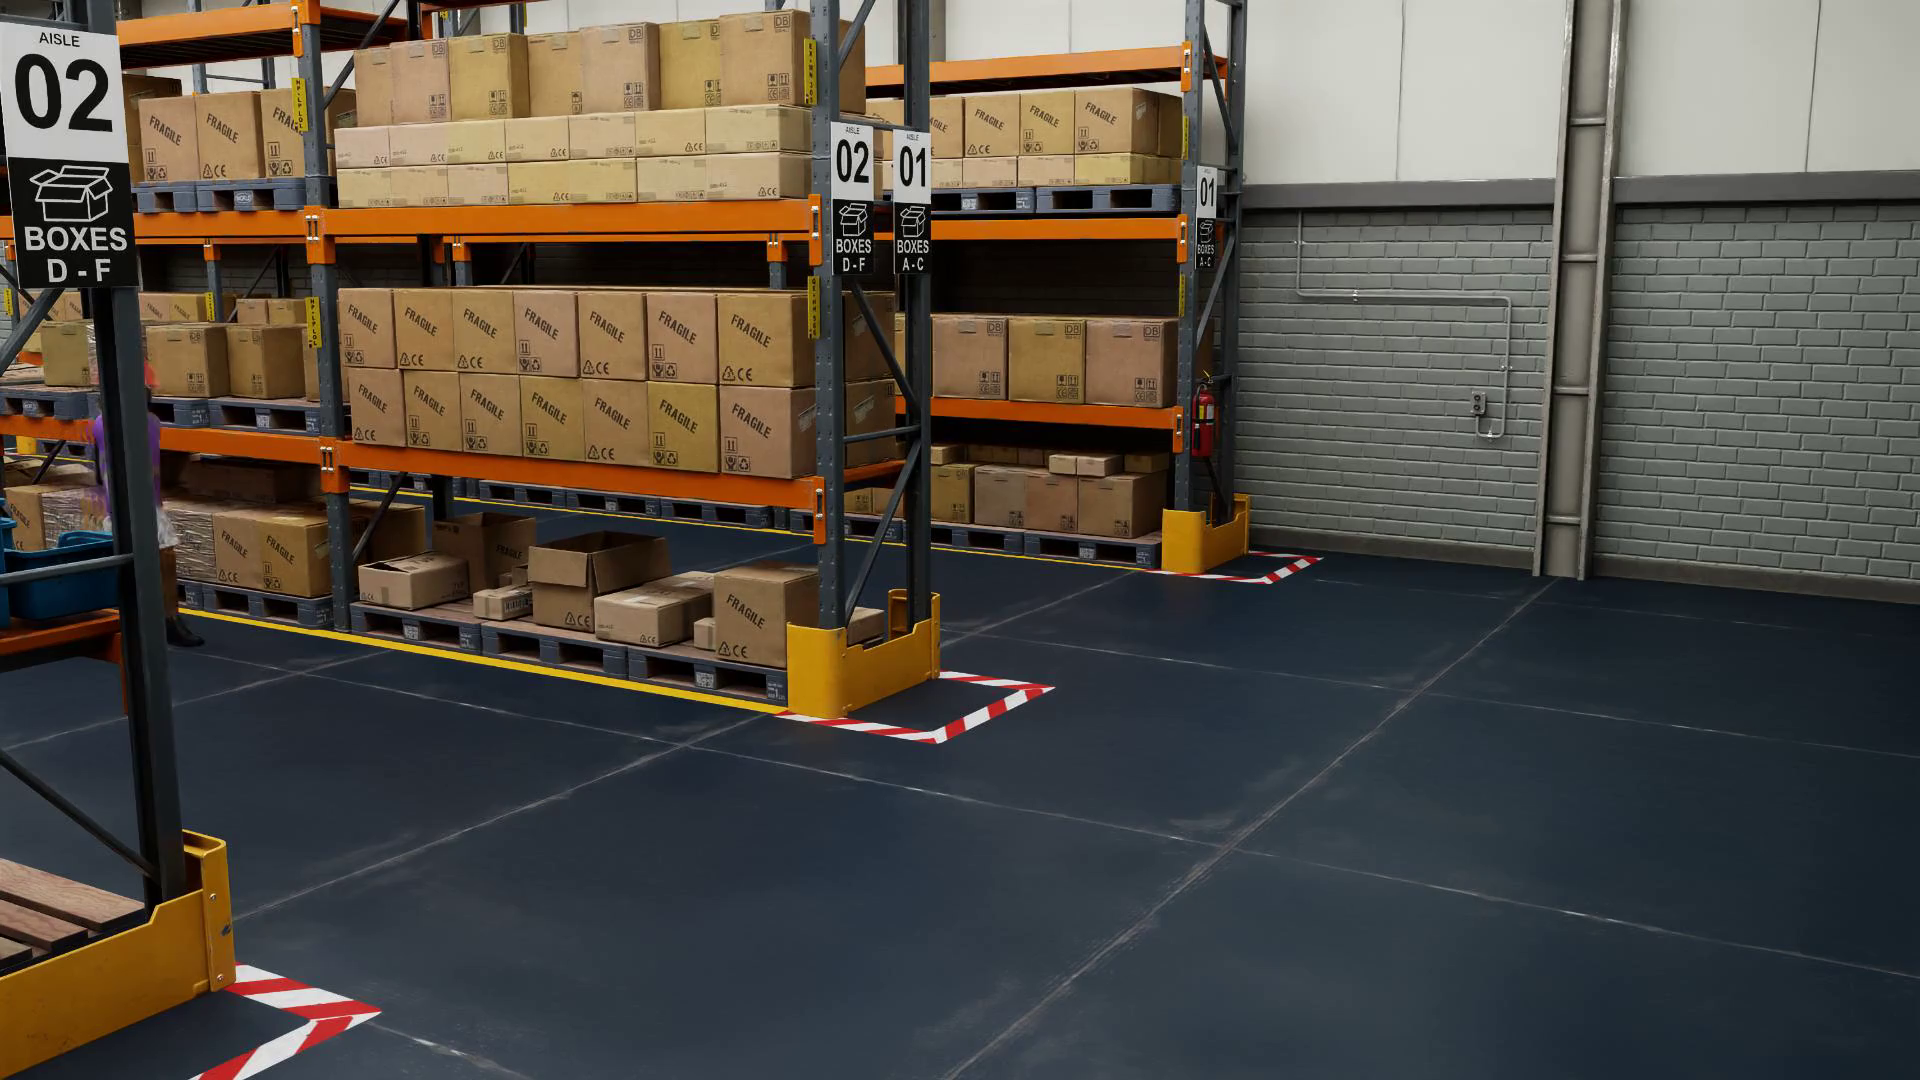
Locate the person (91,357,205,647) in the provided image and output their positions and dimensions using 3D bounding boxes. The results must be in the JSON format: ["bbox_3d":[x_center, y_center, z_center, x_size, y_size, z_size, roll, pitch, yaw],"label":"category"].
[{"bbox_3d":[-5.419,-0.242,10.779,0.915,1.907,0.538,3,10,19],"label":"person"}]

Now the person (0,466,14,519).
[{"bbox_3d":[-6.488,-0.250,10.902,0.328,1.872,0.514,6,11,30],"label":"person"}]
